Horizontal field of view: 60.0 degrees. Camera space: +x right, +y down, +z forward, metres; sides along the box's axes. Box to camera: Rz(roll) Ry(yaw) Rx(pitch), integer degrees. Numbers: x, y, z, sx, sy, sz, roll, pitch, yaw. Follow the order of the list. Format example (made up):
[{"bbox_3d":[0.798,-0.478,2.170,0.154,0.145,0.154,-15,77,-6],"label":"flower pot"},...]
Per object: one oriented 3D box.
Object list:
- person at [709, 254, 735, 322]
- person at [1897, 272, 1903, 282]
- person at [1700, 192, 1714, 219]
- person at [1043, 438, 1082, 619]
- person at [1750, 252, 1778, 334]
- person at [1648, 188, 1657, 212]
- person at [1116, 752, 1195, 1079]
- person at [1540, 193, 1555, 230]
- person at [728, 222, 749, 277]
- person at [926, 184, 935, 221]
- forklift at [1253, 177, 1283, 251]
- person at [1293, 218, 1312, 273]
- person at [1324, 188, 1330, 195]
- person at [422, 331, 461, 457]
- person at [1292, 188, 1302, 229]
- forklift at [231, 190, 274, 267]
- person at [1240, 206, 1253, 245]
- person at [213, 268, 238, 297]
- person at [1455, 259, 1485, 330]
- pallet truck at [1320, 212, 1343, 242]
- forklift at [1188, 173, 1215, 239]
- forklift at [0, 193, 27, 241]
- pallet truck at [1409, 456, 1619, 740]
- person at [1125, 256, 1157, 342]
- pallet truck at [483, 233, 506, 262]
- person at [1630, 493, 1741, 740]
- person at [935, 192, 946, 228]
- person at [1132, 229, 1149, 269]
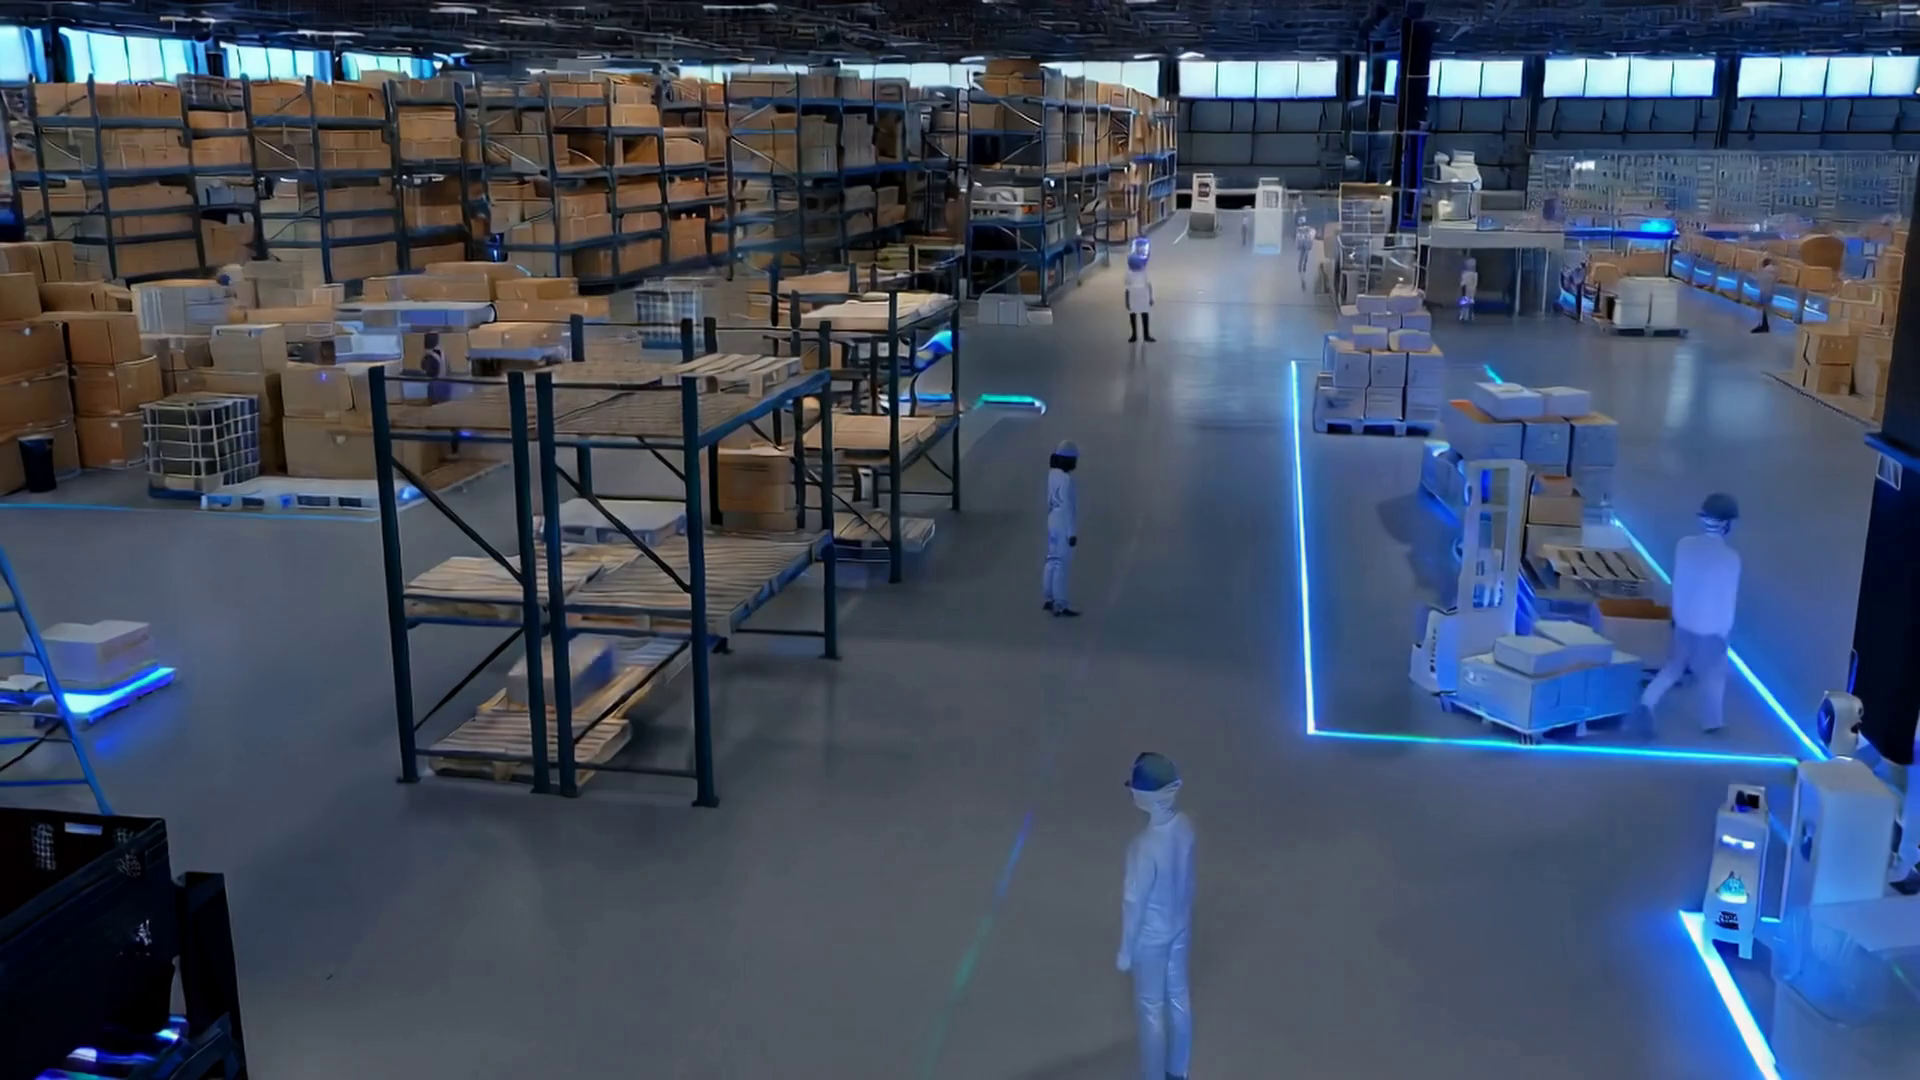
[{"bbox_3d":[-5.894,-6.153,40.691,0.858,1.653,0.553,1,14,5],"label":"person"},{"bbox_3d":[20.415,-5.086,35.582,0.676,2.000,0.536,2,14,9],"label":"person"},{"bbox_3d":[35.915,-15.887,79.913,0.638,1.802,0.579,-4,14,-14],"label":"person"},{"bbox_3d":[0.998,-0.118,16.027,0.325,1.740,0.493,-5,15,-18],"label":"person"},{"bbox_3d":[18.617,-5.724,38.552,0.840,1.877,0.566,-7,15,-26],"label":"person"},{"bbox_3d":[33.896,-16.309,81.308,0.647,1.969,0.736,-13,19,-43],"label":"person"},{"bbox_3d":[0.923,1.862,7.957,0.335,1.761,0.519,10,17,36],"label":"person"},{"bbox_3d":[26.399,-14.655,74.828,0.664,1.847,1.007,-8,16,-30],"label":"person"},{"bbox_3d":[-7.099,-9.409,53.520,0.660,1.862,0.989,3,14,13],"label":"person"},{"bbox_3d":[-1.551,-17.539,86.444,0.406,1.906,0.649,-10,17,-35],"label":"person"},{"bbox_3d":[12.083,-12.747,64.956,1.129,2.768,1.873,3,14,10],"label":"forklift"},{"bbox_3d":[11.279,-9.709,54.807,0.616,1.817,0.434,3,14,14],"label":"person"},{"bbox_3d":[19.165,-17.429,86.376,0.770,1.705,0.504,1,14,3],"label":"person"},{"bbox_3d":[-7.592,-2.105,23.961,0.956,1.799,0.542,8,16,29],"label":"person"},{"bbox_3d":[16.124,-15.868,79.549,0.605,1.948,0.391,-8,16,-28],"label":"person"},{"bbox_3d":[-21.337,-9.325,51.062,1.873,2.768,1.129,3,14,10],"label":"forklift"},{"bbox_3d":[11.777,-12.912,68.309,0.509,1.578,0.872,8,16,29],"label":"person"},{"bbox_3d":[-14.772,-4.478,33.347,0.653,1.920,0.578,1,14,3],"label":"person"},{"bbox_3d":[12.093,-5.809,39.304,0.549,1.642,0.858,-11,18,-39],"label":"person"},{"bbox_3d":[15.874,-13.227,70.310,0.680,1.201,1.601,10,17,35],"label":"pallet truck"},{"bbox_3d":[10.536,-14.519,72.153,1.129,2.768,1.873,2,14,10],"label":"forklift"},{"bbox_3d":[-27.626,-8.675,48.424,1.129,2.768,1.873,3,14,10],"label":"forklift"},{"bbox_3d":[4.504,0.400,13.395,0.823,1.965,1.885,-6,15,-23],"label":"pallet truck"},{"bbox_3d":[4.029,-5.325,36.814,0.775,1.931,0.378,0,14,2],"label":"person"},{"bbox_3d":[-11.832,-7.026,43.548,1.885,1.965,0.823,8,16,28],"label":"pallet truck"},{"bbox_3d":[5.584,0.604,12.640,0.861,1.967,0.621,-6,15,-22],"label":"person"},{"bbox_3d":[-0.931,-16.019,80.220,0.564,1.925,0.651,2,14,8],"label":"person"},{"bbox_3d":[5.521,-8.654,50.823,0.529,1.671,0.787,1,14,3],"label":"person"}]
